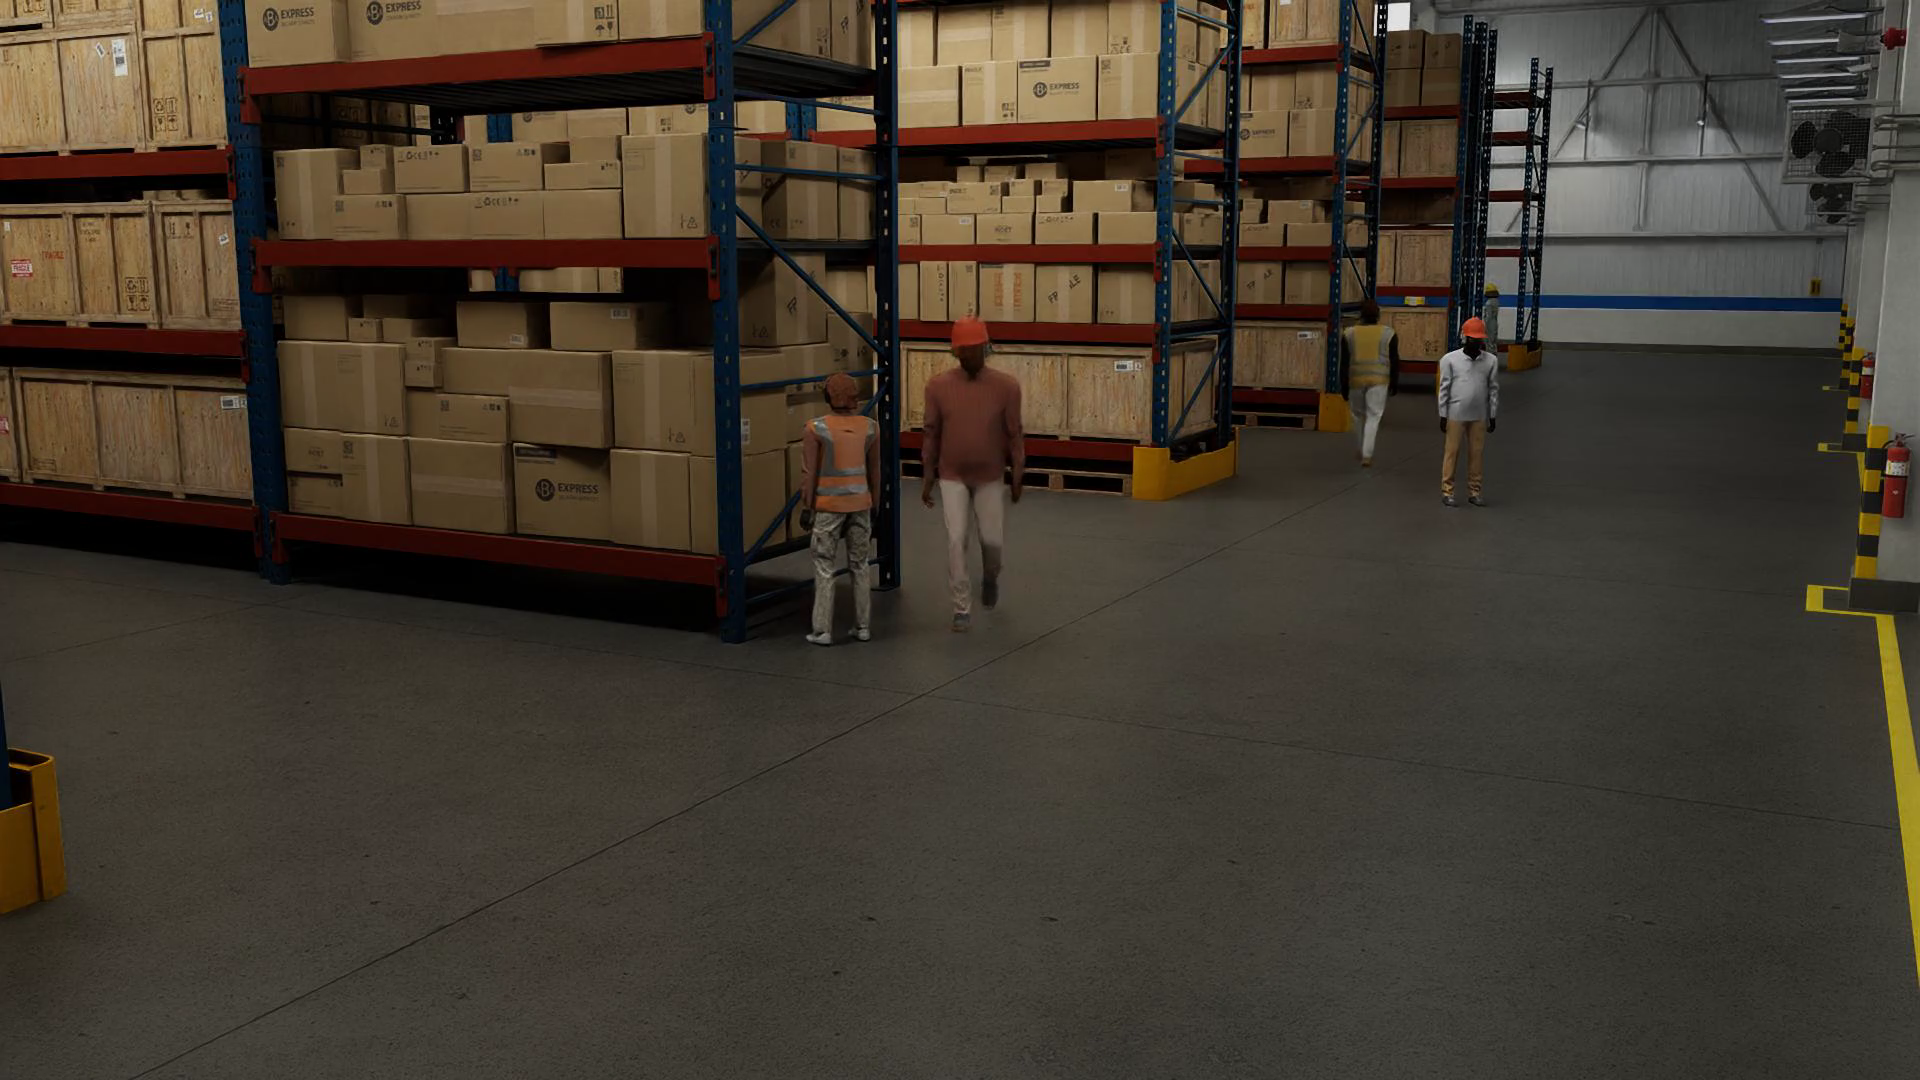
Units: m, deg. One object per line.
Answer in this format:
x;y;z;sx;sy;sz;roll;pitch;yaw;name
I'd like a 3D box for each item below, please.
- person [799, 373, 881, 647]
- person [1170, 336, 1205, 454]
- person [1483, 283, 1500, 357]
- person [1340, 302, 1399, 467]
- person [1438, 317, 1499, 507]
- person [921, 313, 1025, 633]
-0.701;-0.180;9.910;0.526;1.628;0.313;-5;11;-29;person
2.608;-1.834;18.648;0.629;1.913;0.584;7;12;34;person
10.305;-4.115;32.351;0.287;1.746;0.487;7;12;37;person
4.504;-1.715;18.332;0.615;1.803;0.971;5;11;24;person
4.674;-1.166;15.277;0.566;1.744;0.350;-1;10;-4;person
0.083;-0.422;10.321;0.627;1.977;0.611;1;10;4;person
